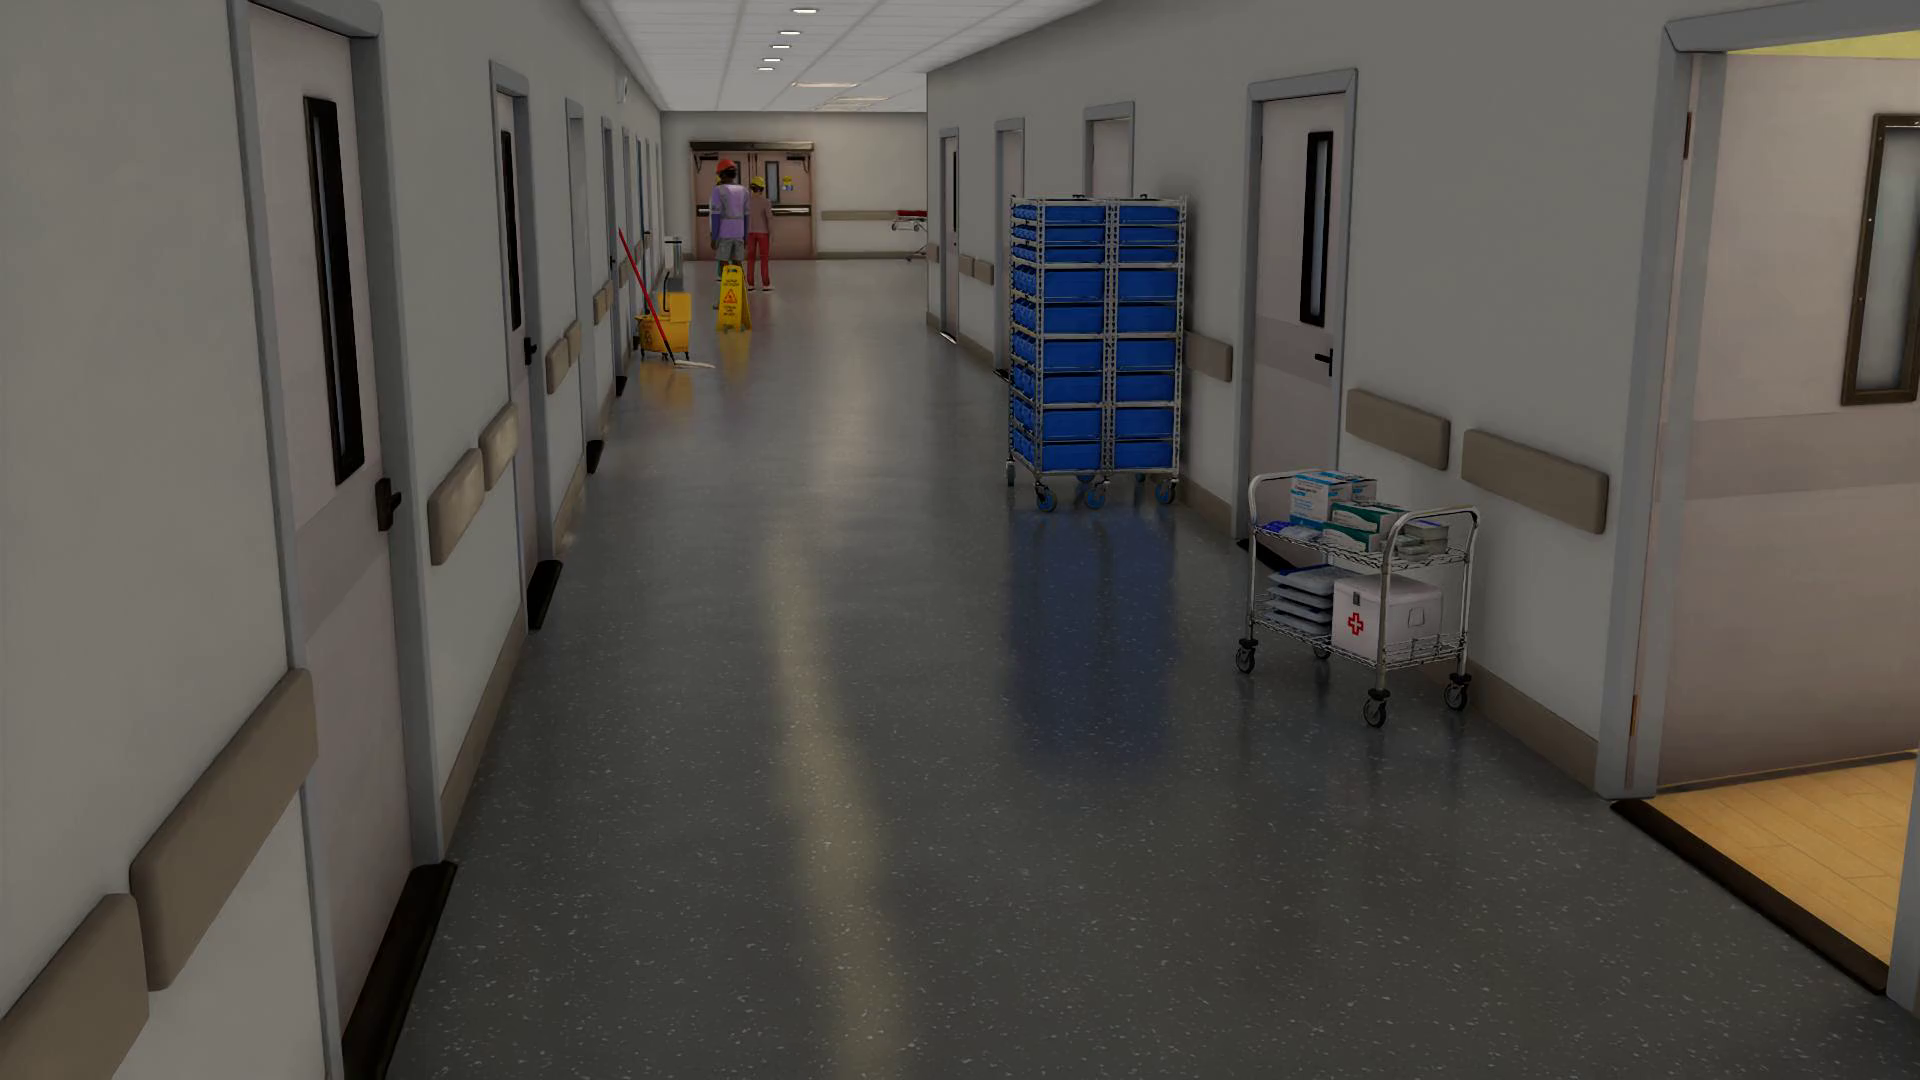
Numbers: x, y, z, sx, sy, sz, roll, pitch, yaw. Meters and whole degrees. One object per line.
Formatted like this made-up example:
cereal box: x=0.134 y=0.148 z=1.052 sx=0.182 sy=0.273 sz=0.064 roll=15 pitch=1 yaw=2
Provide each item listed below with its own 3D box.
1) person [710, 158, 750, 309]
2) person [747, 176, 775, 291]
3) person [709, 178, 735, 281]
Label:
person: x=-3.140 y=-4.148 z=22.612 sx=0.409 sy=2.030 sz=0.610 roll=12 pitch=18 yaw=43
person: x=-3.148 y=-4.778 z=25.987 sx=0.531 sy=1.768 sz=0.311 roll=4 pitch=13 yaw=18
person: x=-3.977 y=-5.261 z=28.140 sx=0.524 sy=1.764 sz=0.329 roll=-3 pitch=13 yaw=-15
